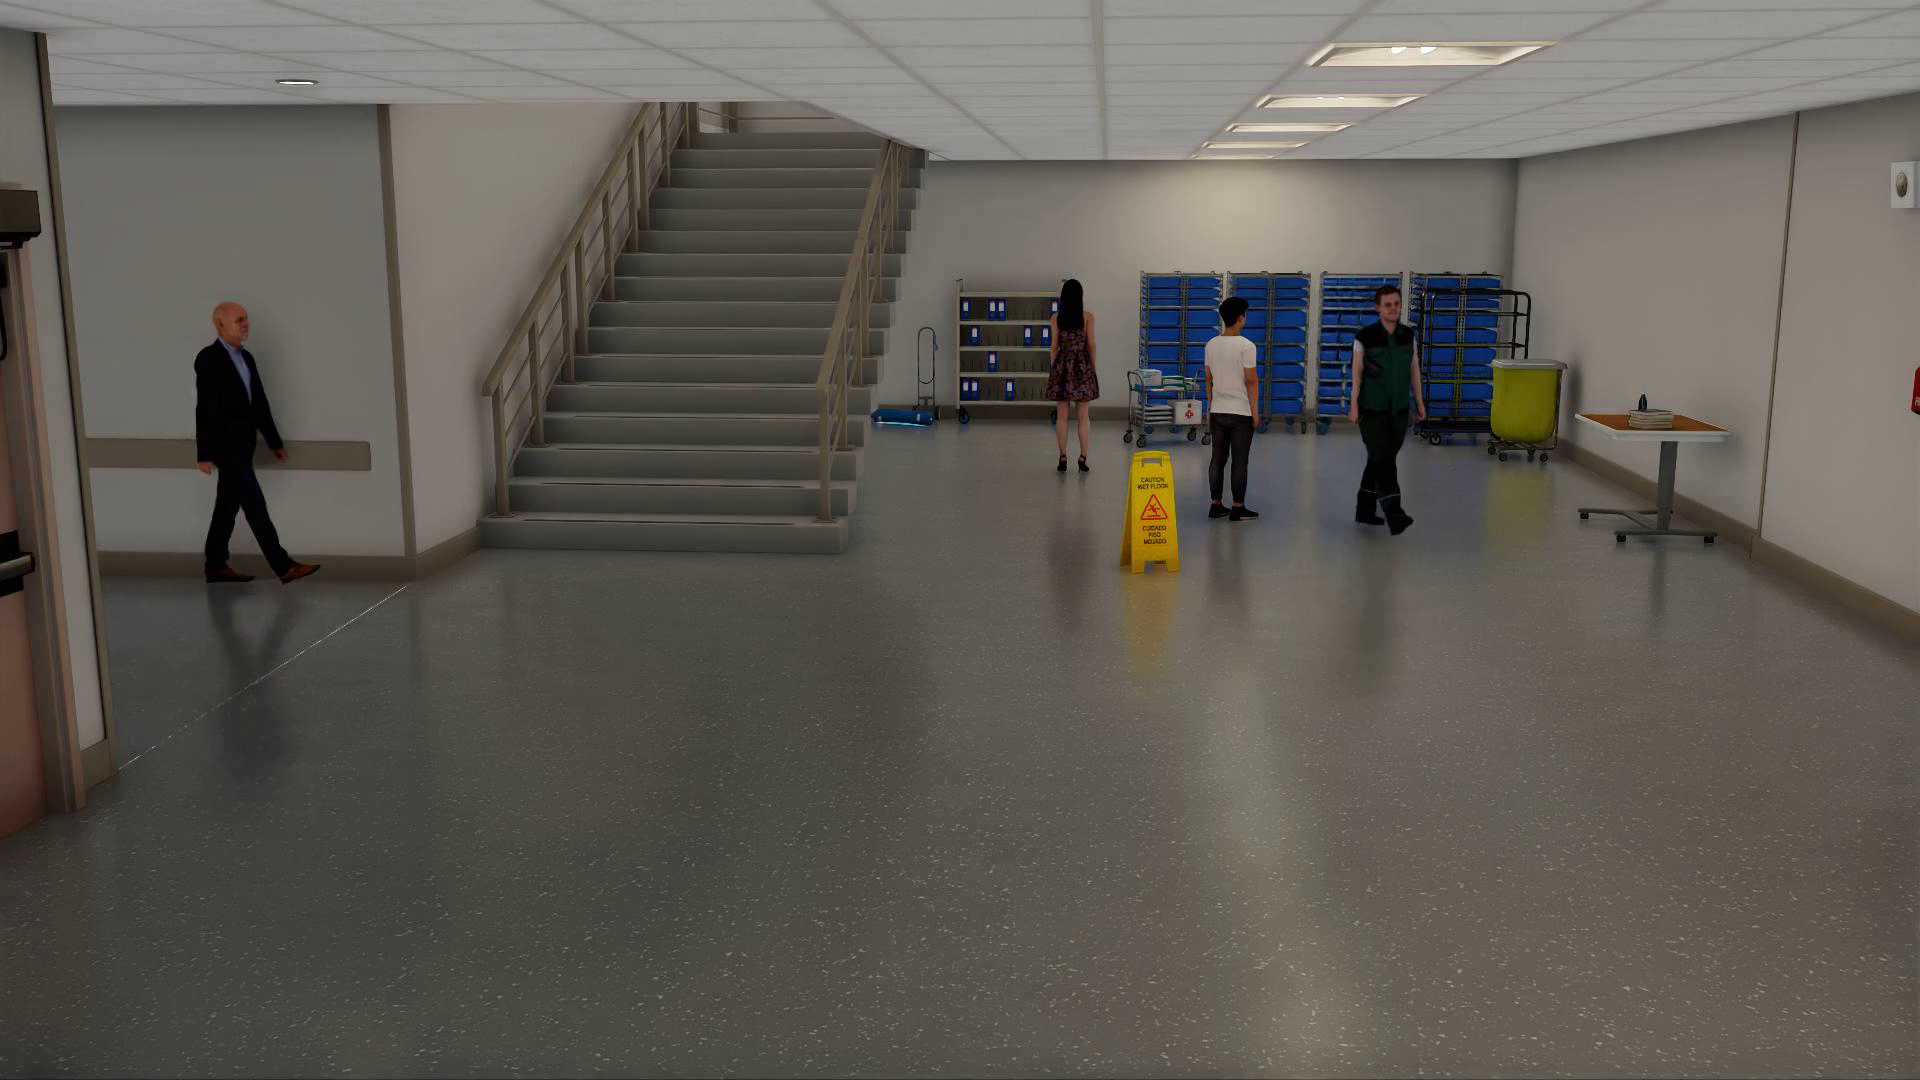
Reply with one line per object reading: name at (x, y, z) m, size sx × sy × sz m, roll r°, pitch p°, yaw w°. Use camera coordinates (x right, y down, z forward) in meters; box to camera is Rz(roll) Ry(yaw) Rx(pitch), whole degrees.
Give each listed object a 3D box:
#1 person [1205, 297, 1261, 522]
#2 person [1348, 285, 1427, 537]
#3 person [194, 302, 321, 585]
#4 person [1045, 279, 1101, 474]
person at (2.103, -1.025, 12.890) m, size 0.743 × 1.722 × 0.703 m, roll -11°, pitch 15°, yaw -44°
person at (3.096, -0.946, 12.282) m, size 0.928 × 1.795 × 1.170 m, roll -3°, pitch 11°, yaw -17°
person at (-4.613, -0.572, 10.372) m, size 0.772 × 1.771 × 0.961 m, roll 1°, pitch 11°, yaw 6°
person at (1.036, -1.505, 15.283) m, size 0.655 × 1.774 × 0.657 m, roll 1°, pitch 11°, yaw 7°
